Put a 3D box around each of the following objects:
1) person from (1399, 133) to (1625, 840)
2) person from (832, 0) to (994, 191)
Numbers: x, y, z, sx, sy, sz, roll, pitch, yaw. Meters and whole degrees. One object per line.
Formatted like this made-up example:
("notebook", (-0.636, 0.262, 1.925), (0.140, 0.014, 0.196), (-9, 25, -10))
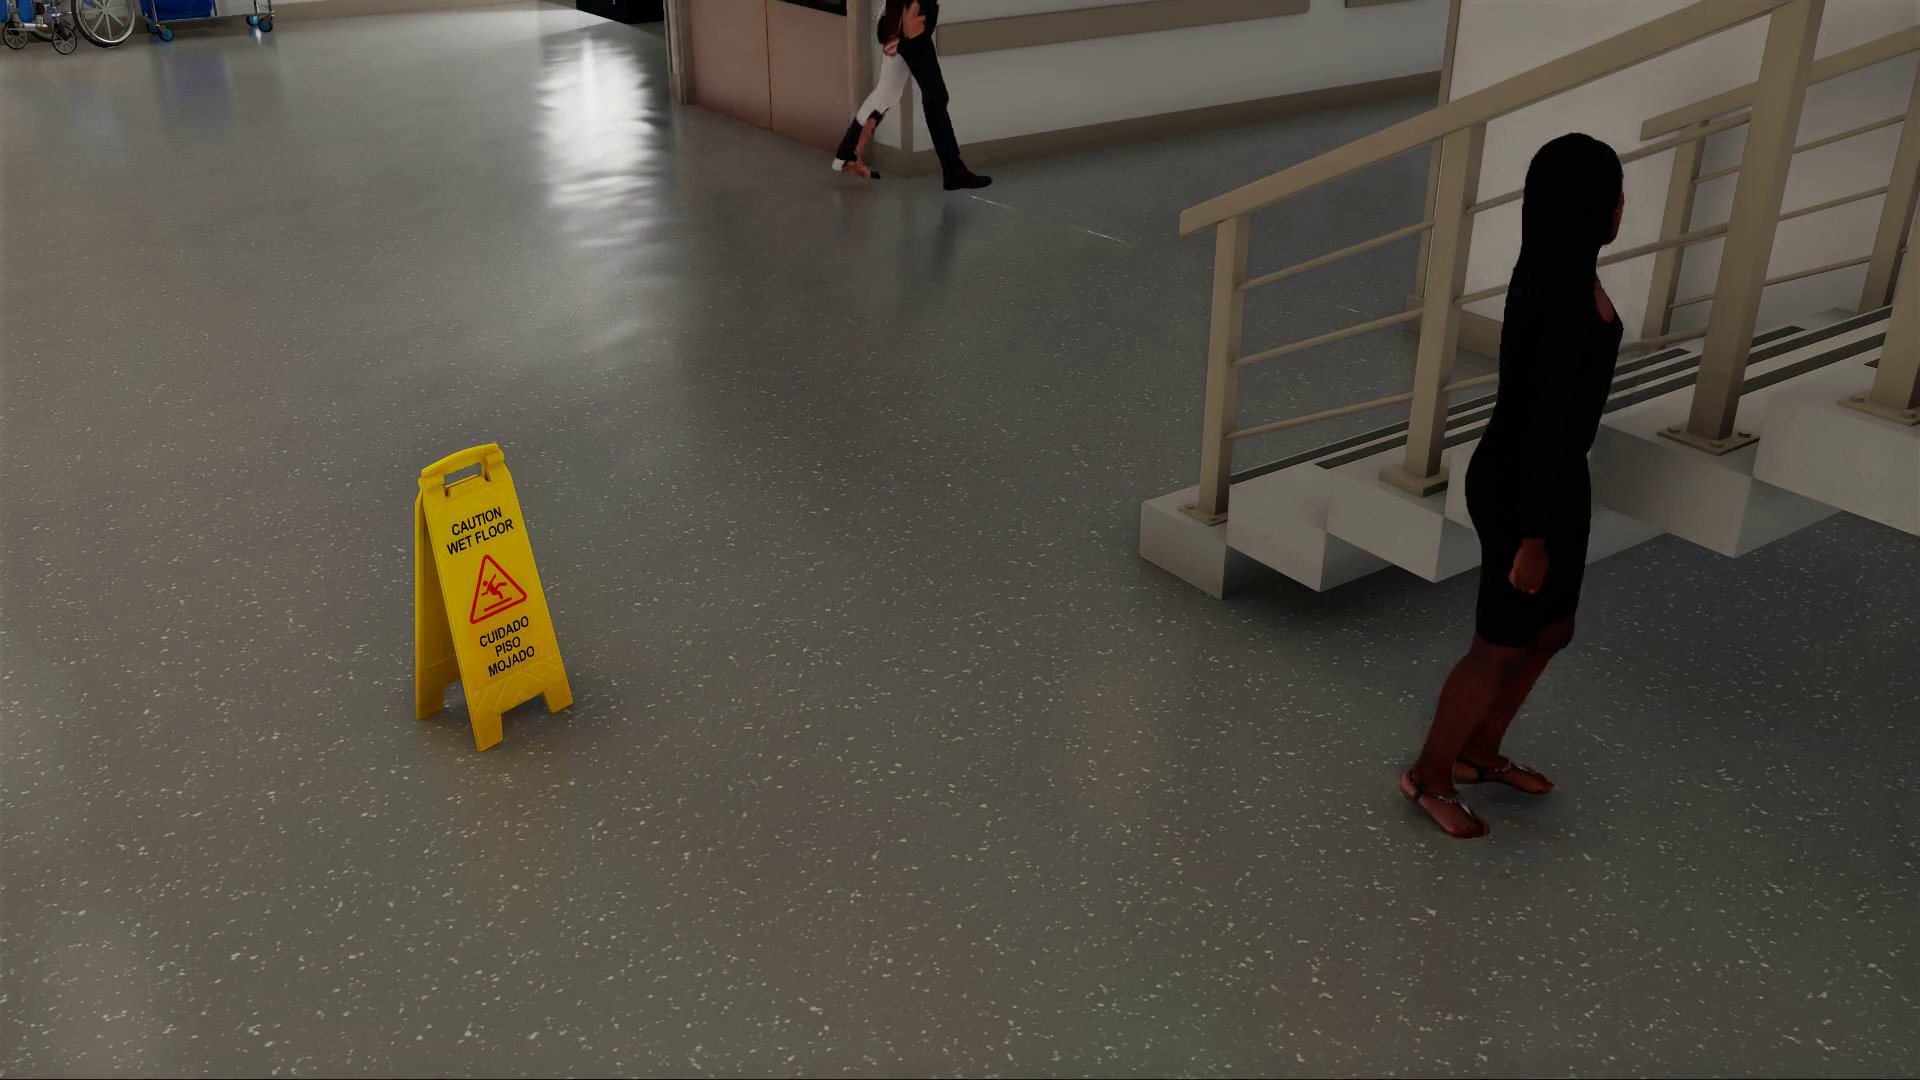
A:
("person", (1.332, -0.068, 3.833), (0.738, 1.727, 0.733), (20, 32, 35))
("person", (-0.402, -2.945, 9.666), (1.241, 1.842, 1.255), (2, 26, 3))
